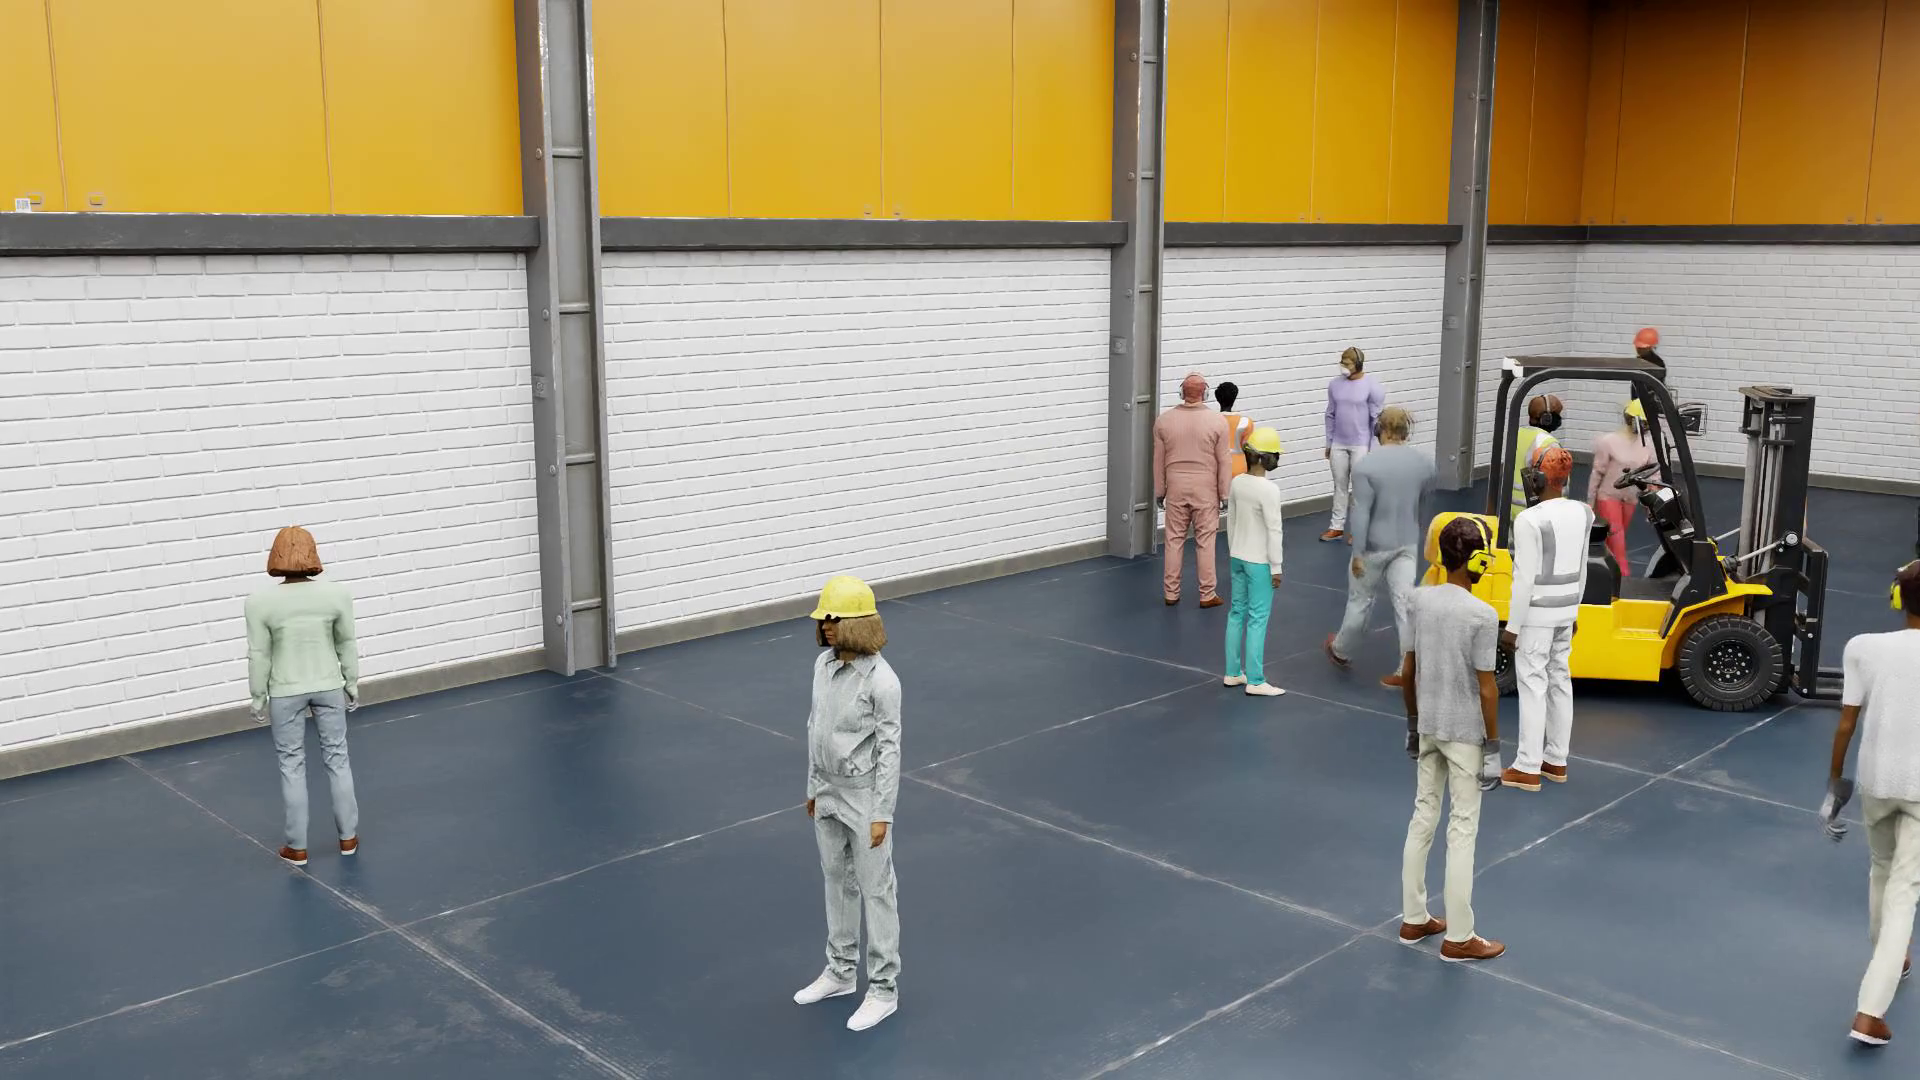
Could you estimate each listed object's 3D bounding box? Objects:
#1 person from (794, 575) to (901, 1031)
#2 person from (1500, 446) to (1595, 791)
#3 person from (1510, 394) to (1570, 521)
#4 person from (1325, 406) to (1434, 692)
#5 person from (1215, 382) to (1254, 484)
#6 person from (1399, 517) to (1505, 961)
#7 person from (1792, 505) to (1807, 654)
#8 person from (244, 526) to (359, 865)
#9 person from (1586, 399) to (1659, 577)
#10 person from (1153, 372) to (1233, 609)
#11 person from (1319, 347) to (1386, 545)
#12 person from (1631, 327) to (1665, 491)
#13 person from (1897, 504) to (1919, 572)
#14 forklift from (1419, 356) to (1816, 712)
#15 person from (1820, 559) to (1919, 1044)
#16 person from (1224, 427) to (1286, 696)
[{"bbox_3d":[-0.424,0.989,6.361,0.294,1.744,0.486,-10,14,-42],"label":"person"},{"bbox_3d":[3.174,0.425,9.059,0.583,1.882,0.350,-7,12,-34],"label":"person"},{"bbox_3d":[4.290,-0.164,12.380,0.430,1.845,0.624,-1,10,-8],"label":"person"},{"bbox_3d":[2.851,0.039,11.177,0.644,1.876,1.042,-3,11,-18],"label":"person"},{"bbox_3d":[2.411,-0.596,15.159,0.529,1.690,0.321,4,11,20],"label":"person"},{"bbox_3d":[2.065,0.823,6.941,0.329,1.865,0.509,-6,12,-30],"label":"person"},{"bbox_3d":[5.838,0.044,11.825,0.312,1.632,0.518,7,13,35],"label":"person"},{"bbox_3d":[-3.151,0.743,8.003,0.507,1.632,0.267,-7,12,-33],"label":"person"},{"bbox_3d":[5.390,-0.314,13.561,0.531,1.706,0.896,-2,11,-10],"label":"person"},{"bbox_3d":[1.892,-0.399,13.473,0.651,1.913,0.409,5,11,23],"label":"person"},{"bbox_3d":[3.834,-0.919,16.251,0.377,1.934,0.629,-9,14,-42],"label":"person"},{"bbox_3d":[8.004,-1.504,19.388,0.576,1.947,0.638,-2,11,-10],"label":"person"},{"bbox_3d":[8.664,-0.588,14.580,0.778,1.888,0.621,-3,11,-14],"label":"person"},{"bbox_3d":[4.276,-0.101,11.076,2.313,2.155,1.214,2,11,13],"label":"forklift"},{"bbox_3d":[3.605,0.963,6.328,0.537,1.823,0.989,9,14,41],"label":"person"},{"bbox_3d":[1.961,0.139,10.944,0.329,1.765,0.533,-5,11,-23],"label":"person"}]
